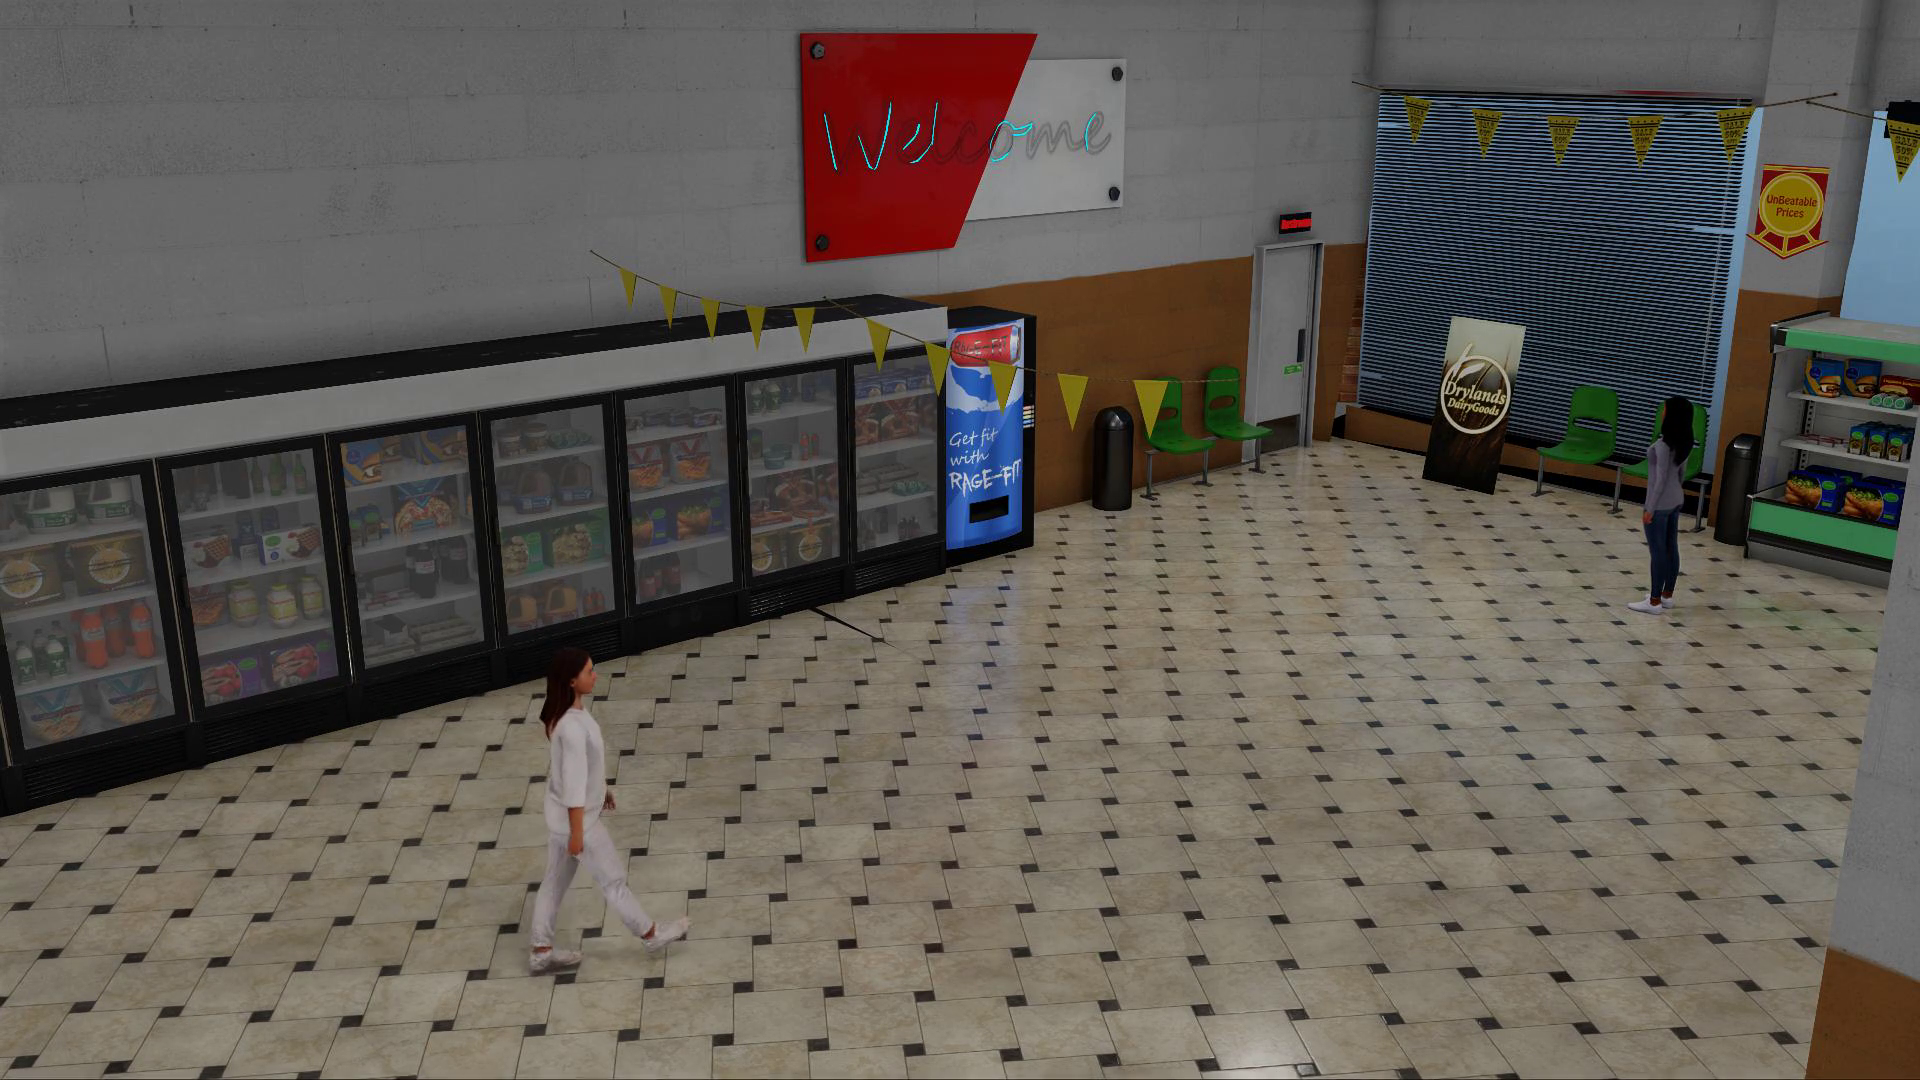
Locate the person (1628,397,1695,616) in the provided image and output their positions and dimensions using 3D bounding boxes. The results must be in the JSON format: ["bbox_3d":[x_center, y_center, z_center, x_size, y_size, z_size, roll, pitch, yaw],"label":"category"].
[{"bbox_3d":[5.579,-0.277,13.139,0.604,1.735,0.502,-14,22,-38],"label":"person"}]

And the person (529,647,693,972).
[{"bbox_3d":[-1.925,1.330,7.988,0.832,1.653,1.014,-8,19,-25],"label":"person"}]
